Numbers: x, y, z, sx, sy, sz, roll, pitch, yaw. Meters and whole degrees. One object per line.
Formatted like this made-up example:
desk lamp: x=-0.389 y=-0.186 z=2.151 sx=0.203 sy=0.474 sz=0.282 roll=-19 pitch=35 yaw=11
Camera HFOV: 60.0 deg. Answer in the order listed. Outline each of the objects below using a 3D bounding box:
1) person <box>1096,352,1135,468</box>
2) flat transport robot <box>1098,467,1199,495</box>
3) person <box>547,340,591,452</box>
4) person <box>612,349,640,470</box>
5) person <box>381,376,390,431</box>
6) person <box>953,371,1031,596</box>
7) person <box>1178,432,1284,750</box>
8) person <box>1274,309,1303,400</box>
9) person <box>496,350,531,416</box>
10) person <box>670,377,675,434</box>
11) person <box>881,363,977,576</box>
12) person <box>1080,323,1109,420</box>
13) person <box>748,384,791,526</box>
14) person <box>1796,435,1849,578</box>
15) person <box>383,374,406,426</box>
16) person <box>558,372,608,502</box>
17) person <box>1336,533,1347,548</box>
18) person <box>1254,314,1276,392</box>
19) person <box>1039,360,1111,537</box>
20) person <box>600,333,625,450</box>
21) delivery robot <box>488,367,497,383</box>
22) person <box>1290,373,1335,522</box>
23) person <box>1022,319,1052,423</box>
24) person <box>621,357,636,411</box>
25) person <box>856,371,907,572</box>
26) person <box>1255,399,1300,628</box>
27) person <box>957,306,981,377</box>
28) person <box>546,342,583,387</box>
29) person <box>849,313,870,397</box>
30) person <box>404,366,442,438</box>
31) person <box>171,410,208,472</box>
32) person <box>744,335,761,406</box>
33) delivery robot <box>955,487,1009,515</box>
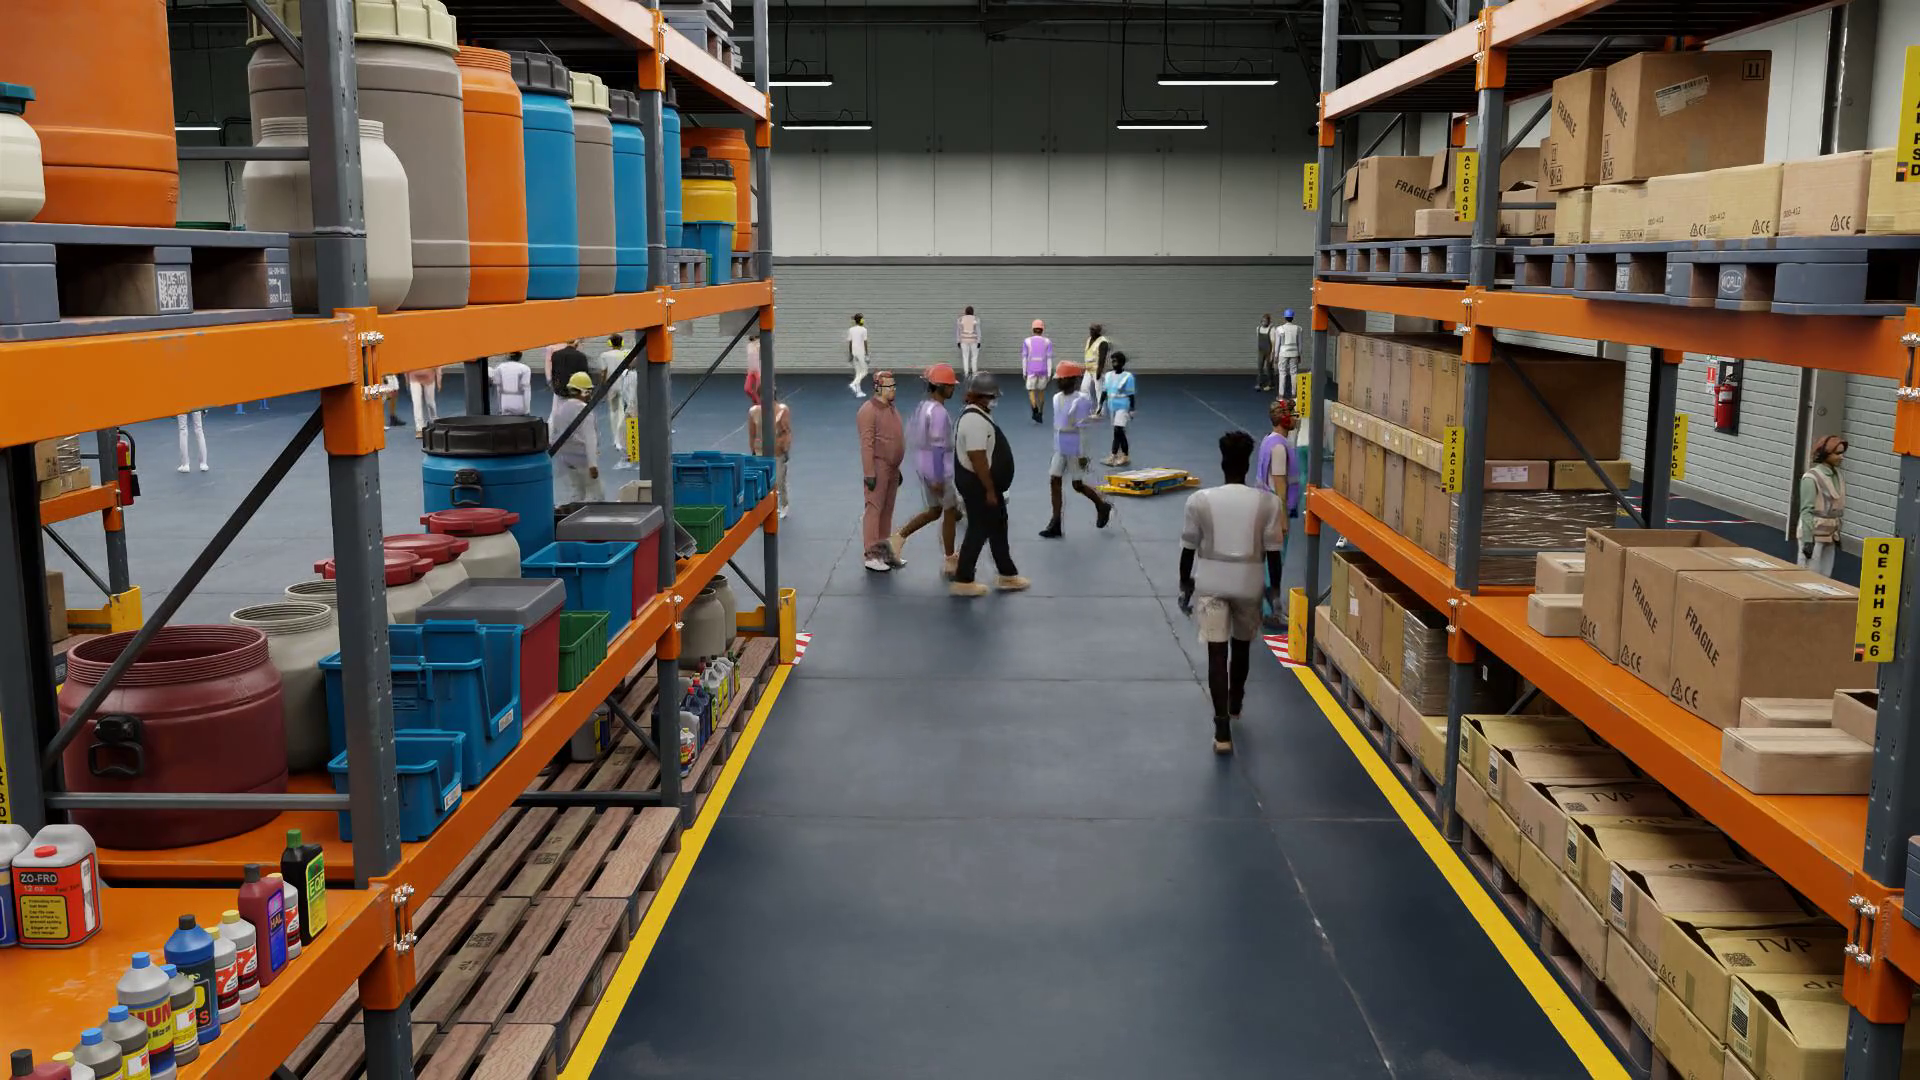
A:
person: x=2.221 y=-1.874 z=24.015 sx=0.841 sy=1.661 sz=0.552 roll=-8 pitch=12 yaw=-39
flat transport robot: x=2.471 y=-0.776 z=21.710 sx=0.652 sy=0.197 sz=1.431 roll=8 pitch=12 yaw=39
person: x=-5.989 y=-2.228 z=25.282 sx=0.835 sy=1.953 sz=0.585 roll=2 pitch=10 yaw=14
person: x=-4.699 y=-1.842 z=23.620 sx=0.687 sy=1.716 sz=0.500 roll=-5 pitch=11 yaw=-27
person: x=-10.268 y=-2.867 z=29.269 sx=0.413 sy=1.893 sz=0.658 roll=-1 pitch=10 yaw=-4
person: x=0.276 y=-0.510 z=14.830 sx=0.740 sy=2.000 sz=0.724 roll=0 pitch=9 yaw=2
person: x=1.676 y=0.278 z=10.353 sx=0.627 sy=1.909 sz=0.987 roll=1 pitch=10 yaw=6
person: x=7.059 y=-3.980 z=35.763 sx=0.614 sy=1.947 sz=0.388 roll=-1 pitch=10 yaw=-7
person: x=-6.262 y=-1.878 z=23.350 sx=0.556 sy=1.895 sz=0.972 roll=2 pitch=10 yaw=14
person: x=-5.226 y=-2.678 z=28.245 sx=0.658 sy=1.863 sz=0.996 roll=8 pitch=12 yaw=39
person: x=-0.292 y=-0.659 z=15.687 sx=0.833 sy=2.019 sz=0.615 roll=-2 pitch=10 yaw=-11
person: x=2.499 y=-3.175 z=31.318 sx=0.626 sy=1.819 sz=0.650 roll=-4 pitch=10 yaw=-25
person: x=-2.157 y=-1.010 z=18.996 sx=0.513 sy=1.608 sz=0.786 roll=1 pitch=10 yaw=7
person: x=6.648 y=0.000 z=12.883 sx=0.512 sy=1.630 sz=0.315 roll=-7 pitch=12 yaw=-36
person: x=-10.455 y=-3.028 z=30.203 sx=0.608 sy=1.910 sz=0.546 roll=1 pitch=10 yaw=5
person: x=-3.942 y=-0.843 z=17.350 sx=0.419 sy=1.816 sz=0.613 roll=-8 pitch=13 yaw=-41
person: x=4.139 y=-0.735 z=17.255 sx=0.502 sy=1.636 sz=0.280 roll=2 pitch=10 yaw=13
person: x=6.982 y=-4.265 z=38.014 sx=0.511 sy=1.761 sz=1.022 roll=6 pitch=11 yaw=33
person: x=1.253 y=-1.006 z=18.089 sx=0.844 sy=1.911 sz=0.548 roll=-7 pitch=12 yaw=-37
person: x=-5.427 y=-2.380 z=26.515 sx=0.567 sy=1.826 sz=0.914 roll=-1 pitch=9 yaw=-3
delivery robot: x=-11.333 y=-3.968 z=39.704 sx=0.707 sy=0.478 sz=0.477 roll=4 pitch=10 yaw=23
person: x=4.008 y=-1.061 z=18.870 sx=0.398 sy=1.748 sz=0.523 roll=-8 pitch=13 yaw=-41
person: x=1.436 y=-3.124 z=30.736 sx=0.557 sy=1.918 sz=0.612 roll=0 pitch=9 yaw=-3
person: x=-4.858 y=-2.054 z=25.157 sx=0.530 sy=1.626 sz=0.436 roll=0 pitch=9 yaw=-1
person: x=-0.729 y=-0.673 z=16.076 sx=0.407 sy=1.910 sz=0.639 roll=4 pitch=10 yaw=24
person: x=2.584 y=-0.228 z=13.579 sx=0.382 sy=1.849 sz=0.571 roll=0 pitch=9 yaw=3
person: x=0.251 y=-5.160 z=43.210 sx=0.656 sy=1.814 sz=0.685 roll=1 pitch=10 yaw=8
person: x=-7.086 y=-2.947 z=29.866 sx=0.655 sy=1.862 sz=1.009 roll=-2 pitch=10 yaw=-10
person: x=-2.241 y=-4.061 z=36.529 sx=0.549 sy=1.853 sz=0.491 roll=8 pitch=13 yaw=41
person: x=-9.154 y=-2.748 z=28.368 sx=0.622 sy=1.959 sz=0.936 roll=-2 pitch=10 yaw=-11
person: x=-10.943 y=-1.903 z=23.573 sx=0.508 sy=1.865 sz=0.328 roll=-6 pitch=11 yaw=-33
person: x=-3.902 y=-3.198 z=31.680 sx=0.526 sy=1.754 sz=0.374 roll=8 pitch=13 yaw=41
delivery robot: x=0.259 y=-0.532 z=19.121 sx=0.477 sy=0.478 sz=0.707 roll=7 pitch=12 yaw=37
